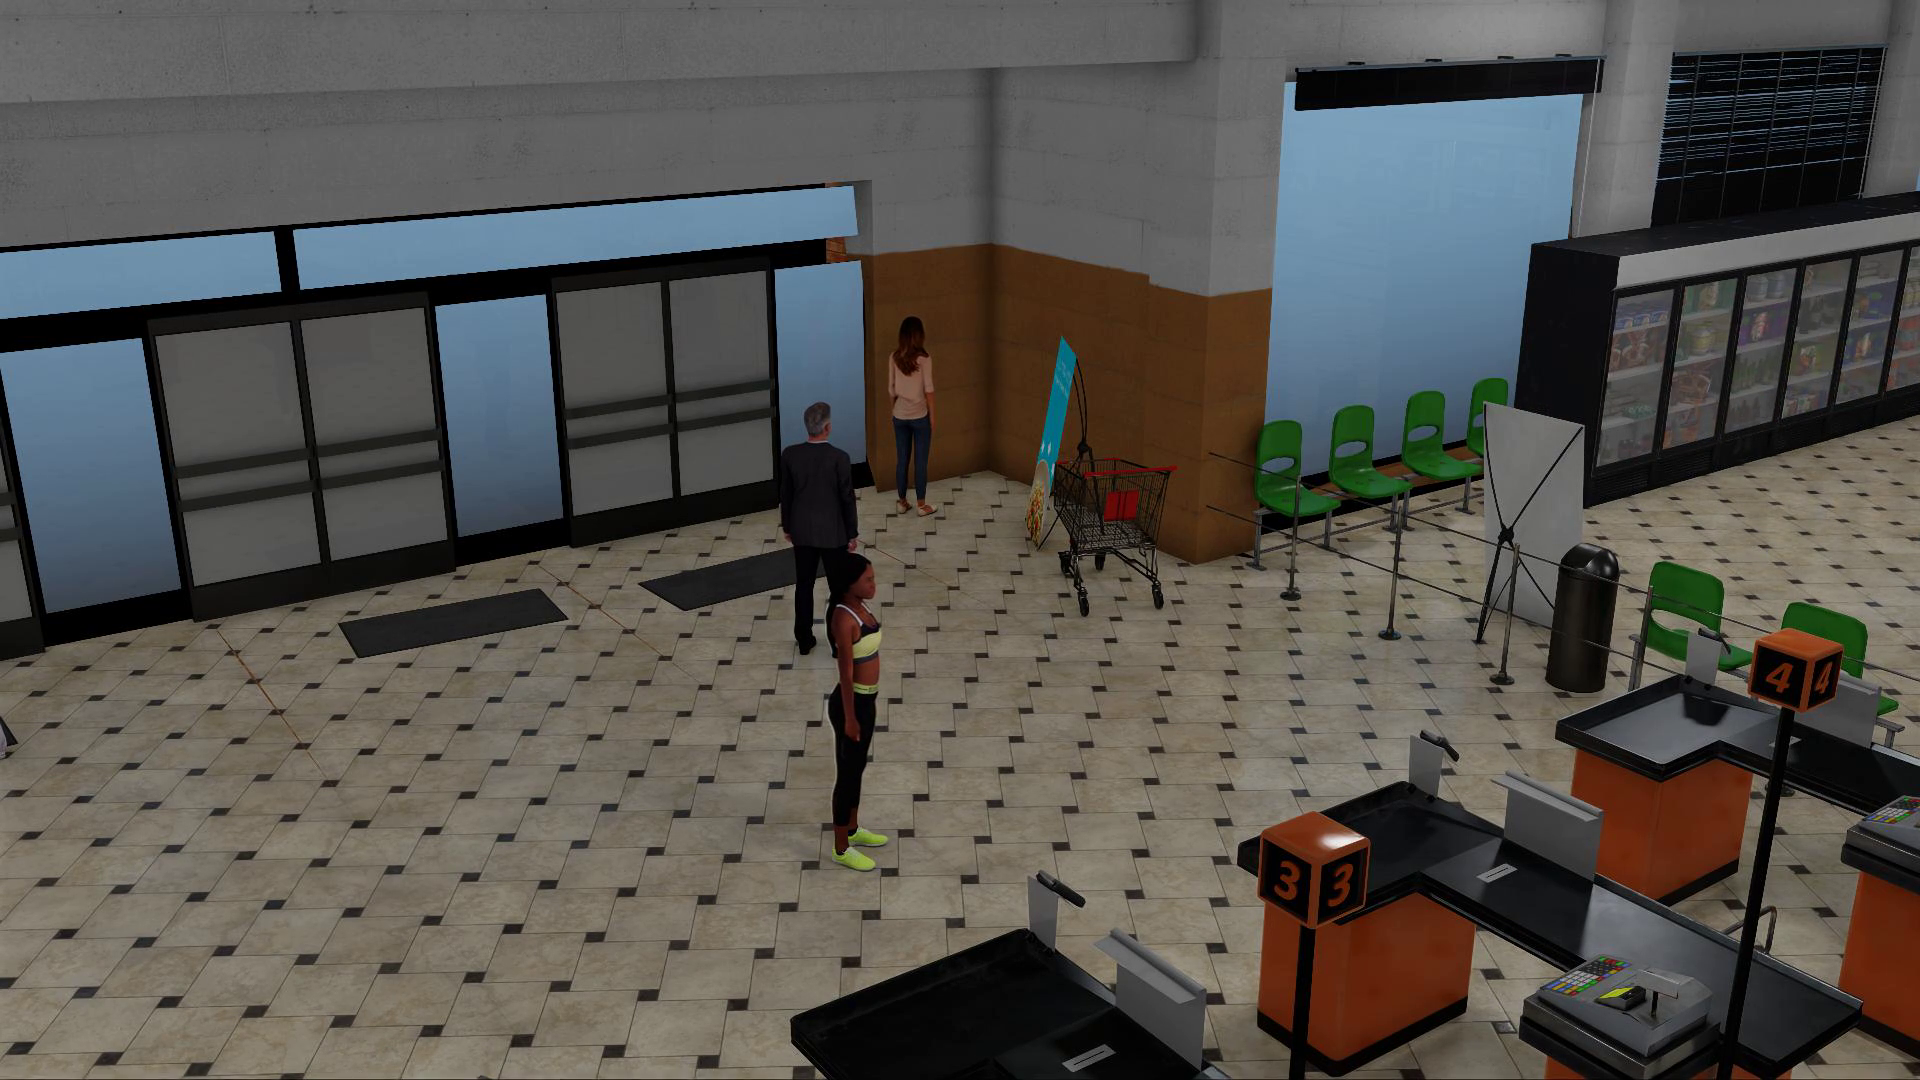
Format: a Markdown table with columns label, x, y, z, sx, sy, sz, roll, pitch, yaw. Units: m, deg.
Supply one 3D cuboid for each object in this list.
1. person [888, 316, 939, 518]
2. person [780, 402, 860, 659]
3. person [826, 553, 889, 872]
| label | x | y | z | sx | sy | sz | roll | pitch | yaw |
| --- | --- | --- | --- | --- | --- | --- | --- | --- | --- |
| person | -0.432 | -1.101 | 14.801 | 0.615 | 1.792 | 0.730 | 9 | 21 | 26 |
| person | -0.981 | -0.076 | 11.686 | 0.776 | 1.840 | 0.871 | 5 | 19 | 15 |
| person | -0.578 | 0.899 | 8.928 | 0.694 | 1.754 | 0.638 | 4 | 19 | 11 |
